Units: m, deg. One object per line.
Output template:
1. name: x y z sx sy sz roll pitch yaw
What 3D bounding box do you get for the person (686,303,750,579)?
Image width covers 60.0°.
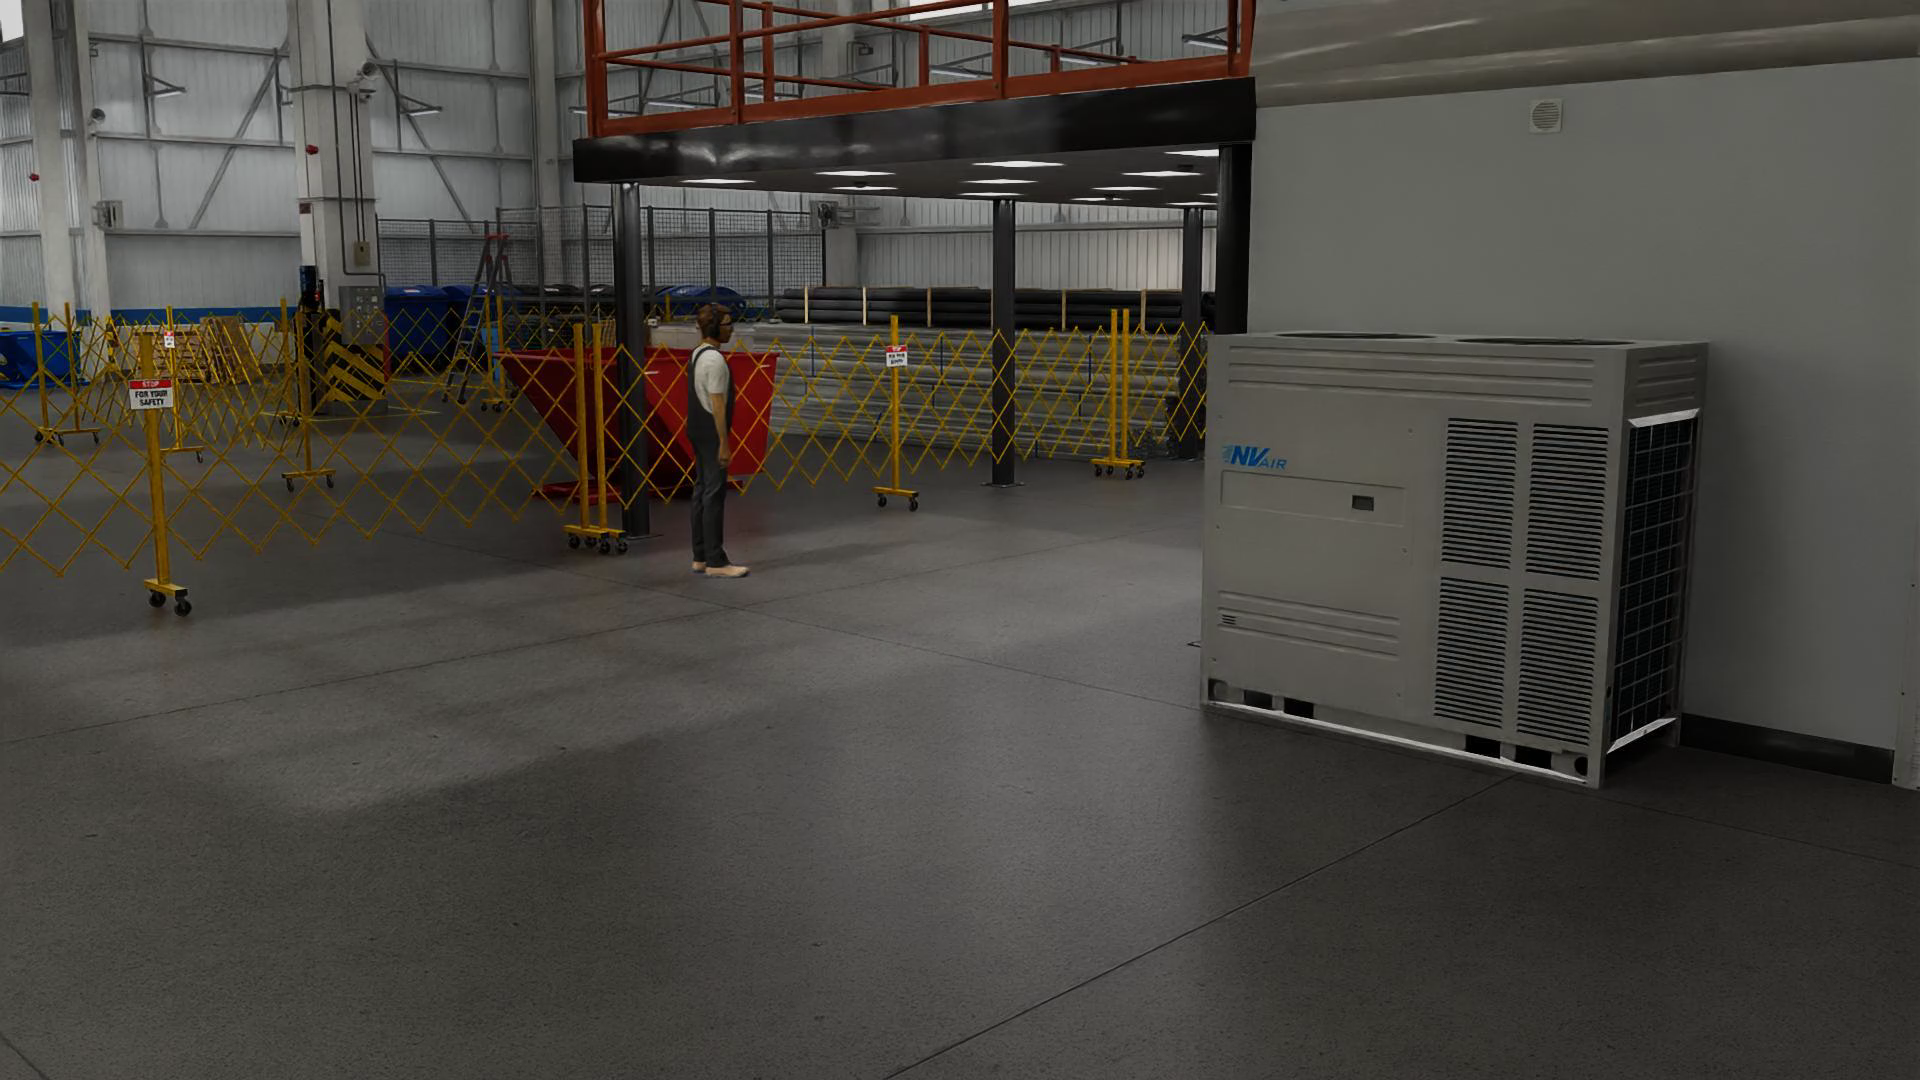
1. person: -1.657 -0.665 11.185 0.351 1.846 0.507 -4 10 -24
